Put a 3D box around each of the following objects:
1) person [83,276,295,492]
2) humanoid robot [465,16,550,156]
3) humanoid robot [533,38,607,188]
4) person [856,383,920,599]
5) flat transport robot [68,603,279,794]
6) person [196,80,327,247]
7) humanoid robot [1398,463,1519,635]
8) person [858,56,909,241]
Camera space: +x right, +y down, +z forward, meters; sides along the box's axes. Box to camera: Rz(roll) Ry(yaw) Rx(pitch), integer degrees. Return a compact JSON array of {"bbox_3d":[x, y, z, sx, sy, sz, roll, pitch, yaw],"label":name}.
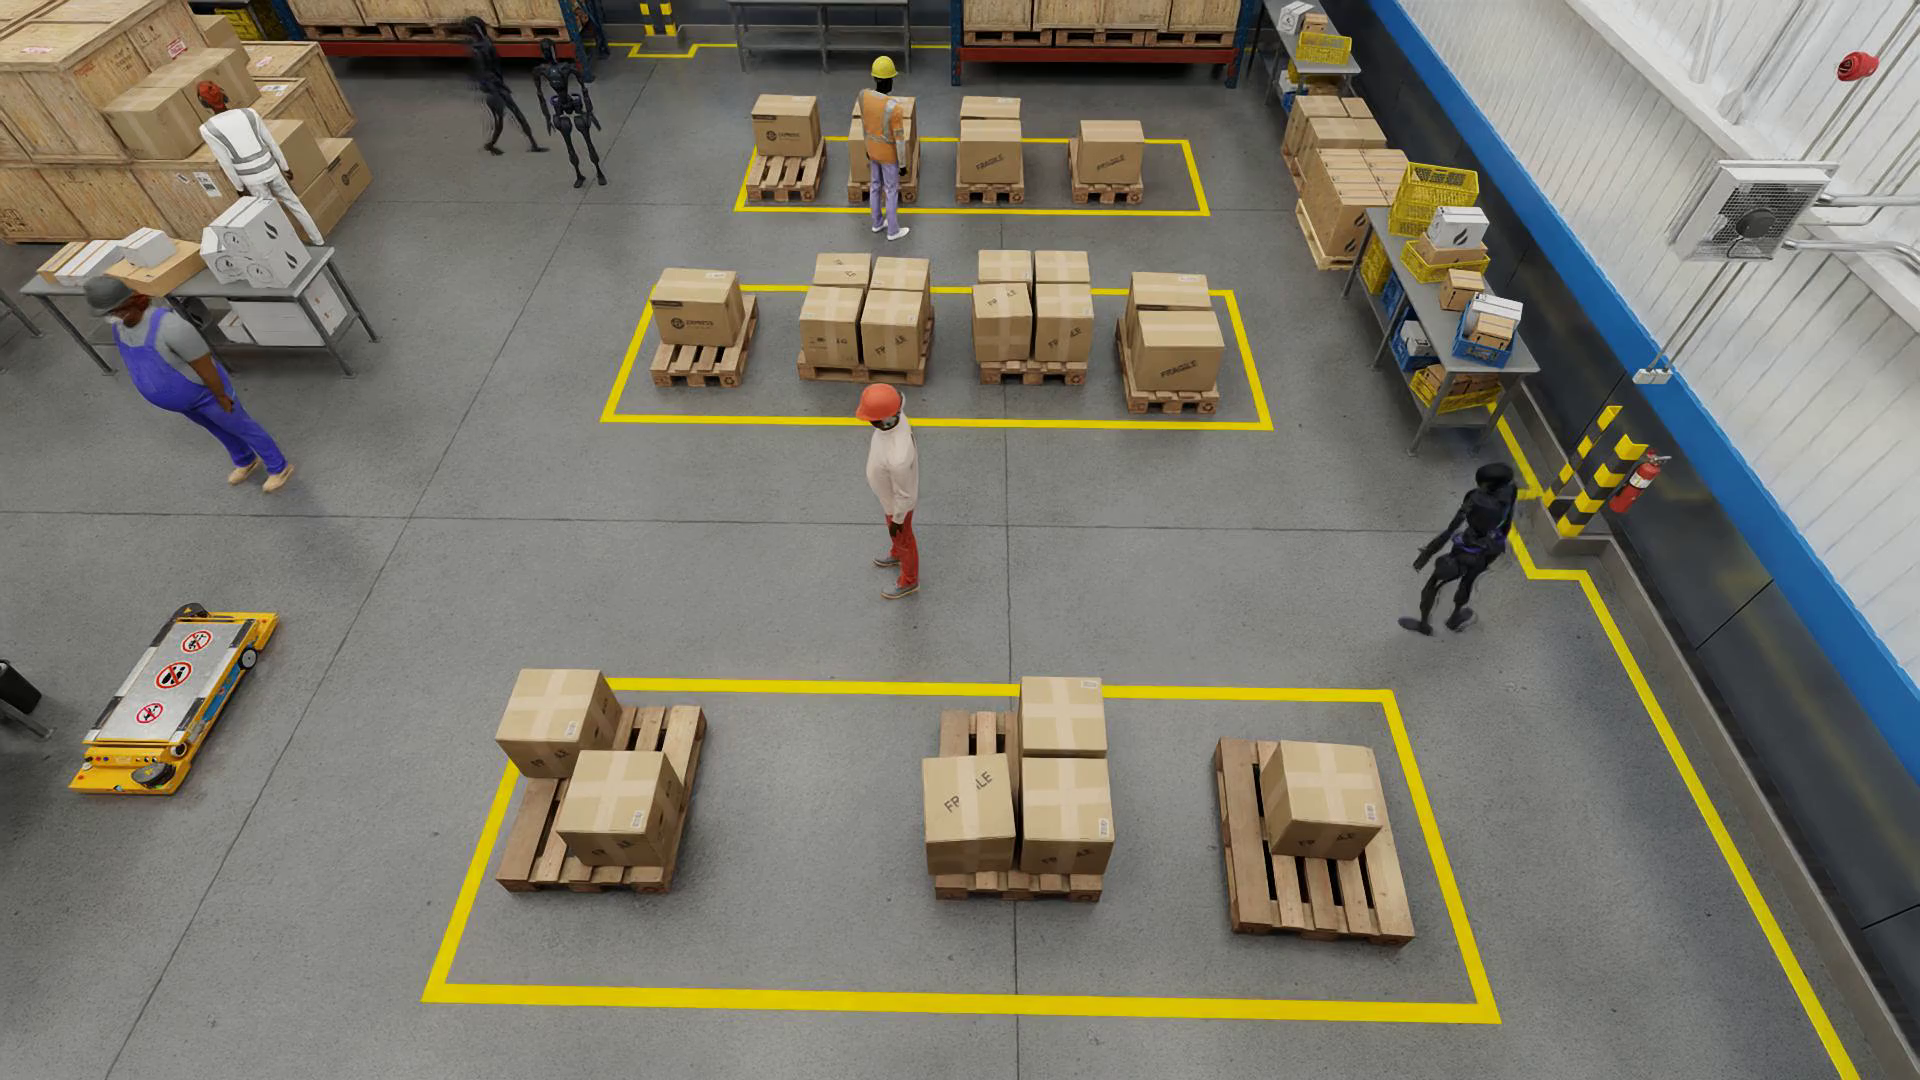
[{"bbox_3d":[-6.091,-1.195,7.218,0.681,2.000,0.535,12,51,10],"label":"person"},{"bbox_3d":[-5.662,-5.457,11.094,0.749,1.636,0.588,1,50,1],"label":"humanoid robot"},{"bbox_3d":[-4.506,-4.908,10.588,0.610,1.657,0.314,-9,50,-8],"label":"humanoid robot"},{"bbox_3d":[-0.480,-0.335,6.525,0.384,1.988,0.607,-8,50,-7],"label":"person"},{"bbox_3d":[-5.504,1.072,6.442,0.652,0.197,1.431,1,50,1],"label":"flat transport robot"},{"bbox_3d":[-7.256,-3.786,9.512,0.341,1.882,0.583,27,55,21],"label":"person"},{"bbox_3d":[3.573,0.065,6.402,0.664,1.629,0.400,-15,51,-13],"label":"humanoid robot"},{"bbox_3d":[-0.794,-4.157,9.808,0.579,1.919,0.394,31,56,23],"label":"person"}]
